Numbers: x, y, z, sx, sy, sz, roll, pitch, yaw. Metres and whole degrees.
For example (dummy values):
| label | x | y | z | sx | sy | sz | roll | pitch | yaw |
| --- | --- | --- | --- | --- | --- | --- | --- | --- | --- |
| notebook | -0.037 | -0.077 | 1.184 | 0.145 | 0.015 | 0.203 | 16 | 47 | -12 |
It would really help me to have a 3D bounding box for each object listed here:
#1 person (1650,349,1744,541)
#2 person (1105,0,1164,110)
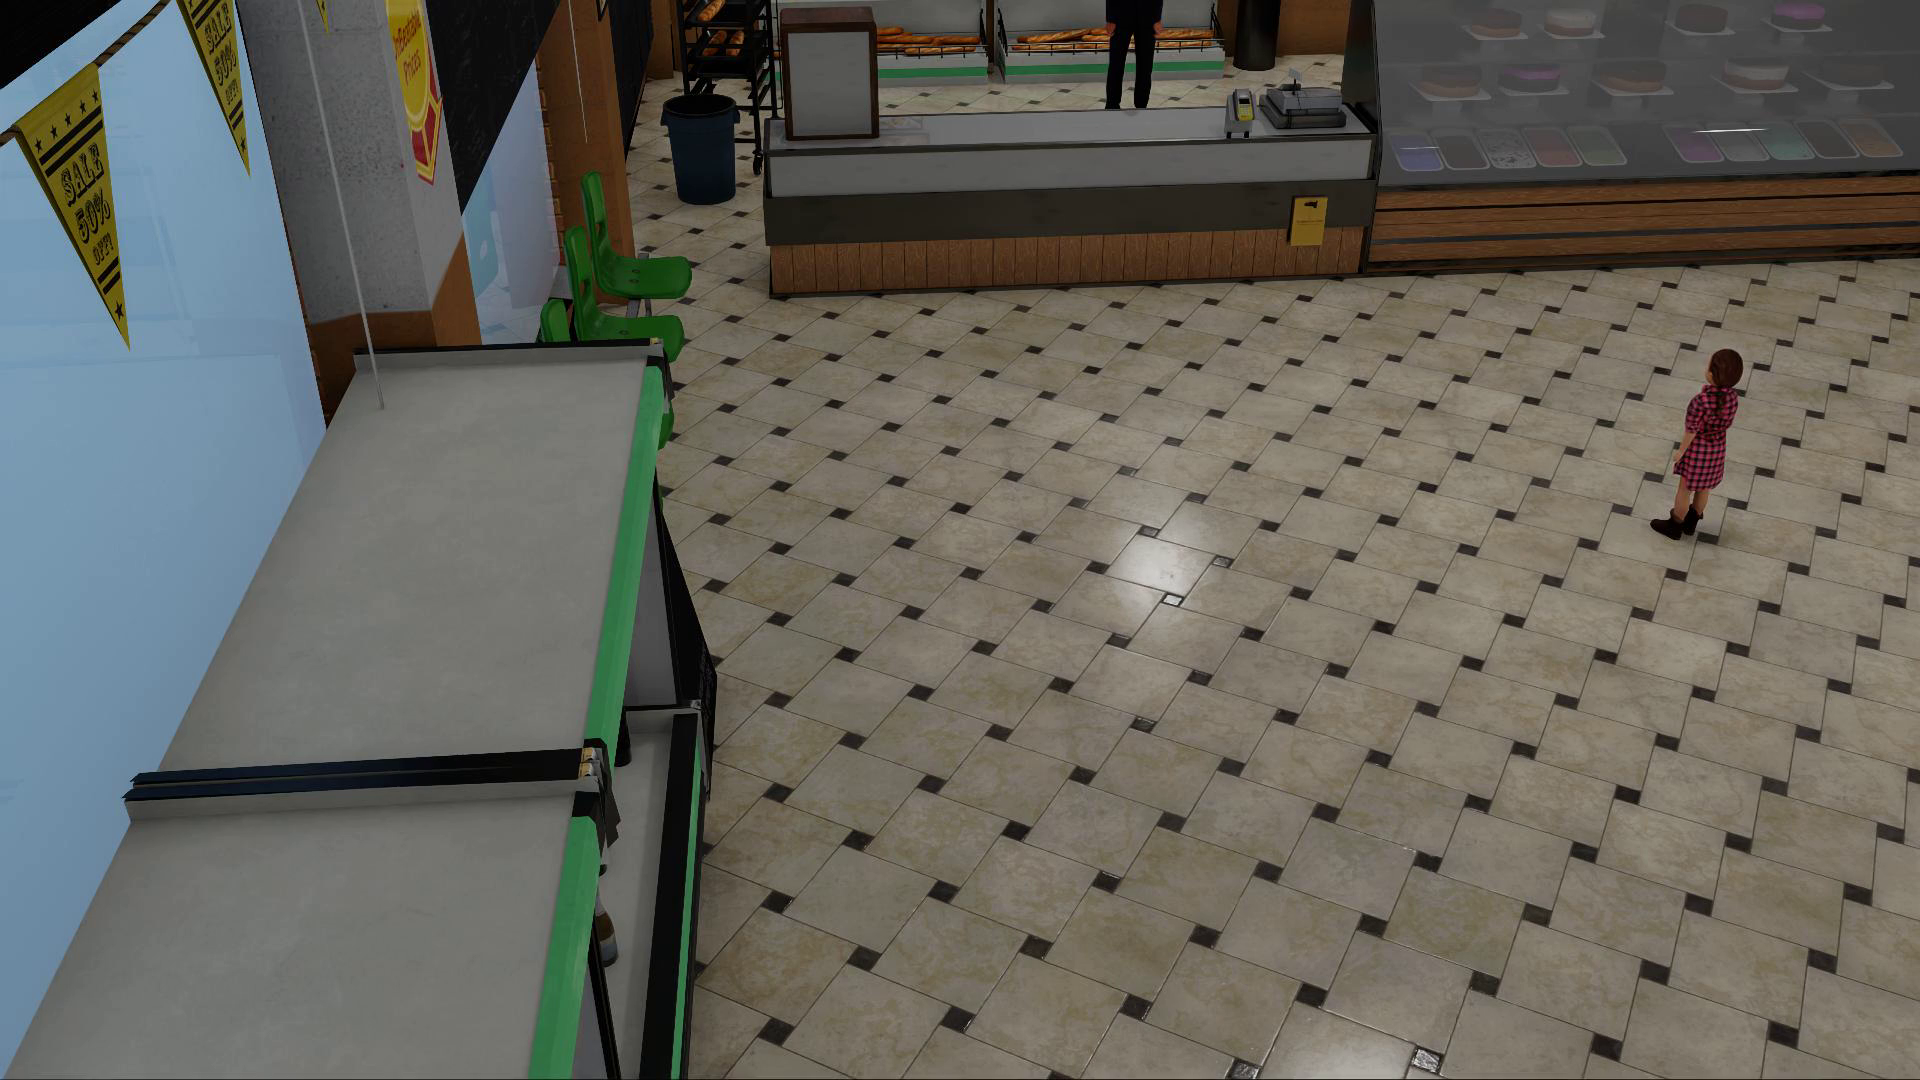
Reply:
| label | x | y | z | sx | sy | sz | roll | pitch | yaw |
| --- | --- | --- | --- | --- | --- | --- | --- | --- | --- |
| person | 3.664 | -0.472 | 8.213 | 0.475 | 1.022 | 0.496 | -11 | 34 | -17 |
| person | 1.415 | -4.247 | 13.480 | 0.614 | 1.868 | 0.569 | -3 | 32 | -5 |
